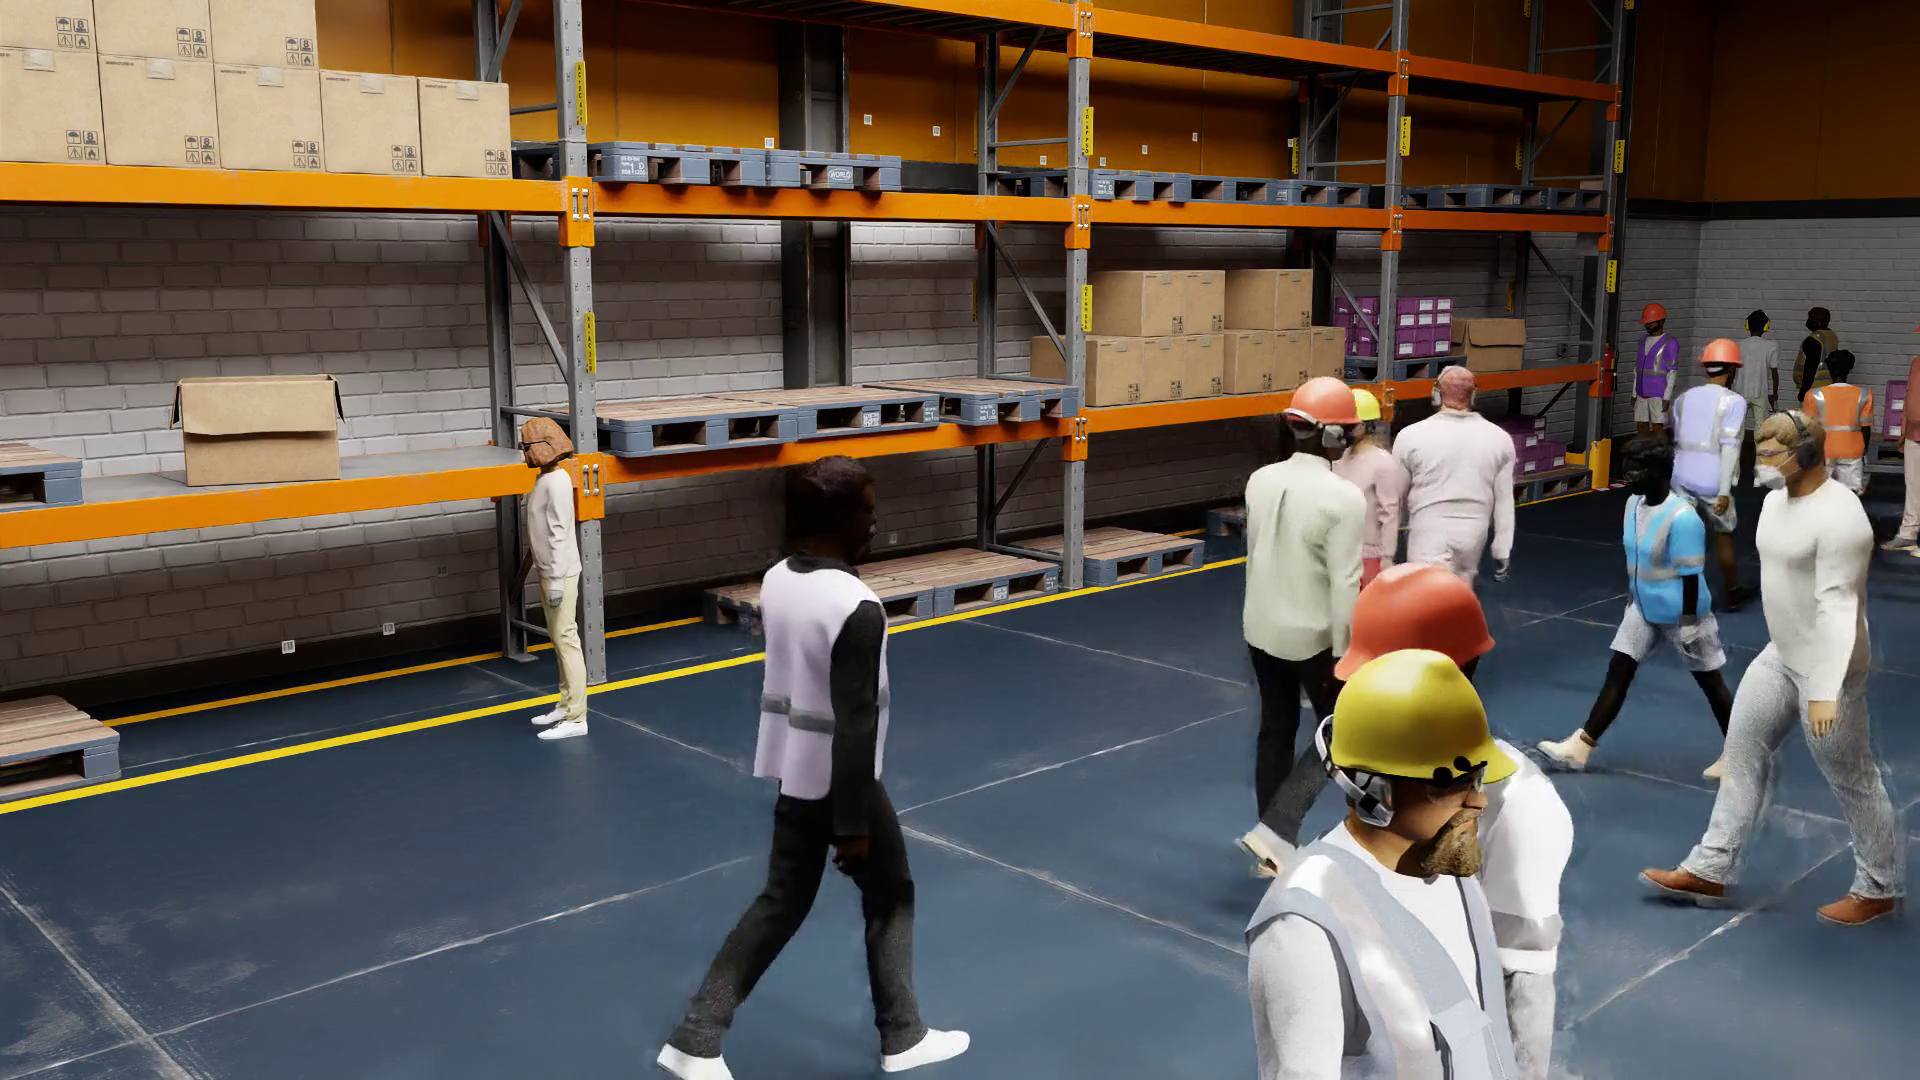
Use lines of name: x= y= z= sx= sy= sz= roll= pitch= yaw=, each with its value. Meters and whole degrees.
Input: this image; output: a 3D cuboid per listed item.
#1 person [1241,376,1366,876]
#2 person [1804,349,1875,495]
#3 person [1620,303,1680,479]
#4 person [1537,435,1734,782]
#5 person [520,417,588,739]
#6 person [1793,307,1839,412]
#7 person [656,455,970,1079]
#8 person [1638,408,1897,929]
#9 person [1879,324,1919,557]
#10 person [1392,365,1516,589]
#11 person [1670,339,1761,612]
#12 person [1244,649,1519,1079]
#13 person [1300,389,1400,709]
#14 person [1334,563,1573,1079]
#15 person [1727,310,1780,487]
person: x=1.298 y=0.364 z=6.399 sx=0.504 sy=1.981 sz=0.628 roll=-7 pitch=12 yaw=-34
person: x=6.996 y=-0.674 z=13.305 sx=0.530 sy=1.692 sz=0.321 roll=3 pitch=10 yaw=15
person: x=7.462 y=-1.588 z=17.970 sx=0.372 sy=1.928 sz=0.543 roll=-4 pitch=10 yaw=-22
person: x=3.221 y=0.322 z=7.694 sx=0.993 sy=1.600 sz=0.544 roll=-2 pitch=10 yaw=-11
person: x=-2.065 y=0.189 z=8.447 sx=0.272 sy=1.627 sz=0.502 roll=-4 pitch=10 yaw=-22
person: x=9.922 y=-1.782 z=19.357 sx=0.626 sy=1.844 sz=0.428 roll=-9 pitch=13 yaw=-44
person: x=-0.433 y=0.689 z=4.775 sx=0.933 sy=1.888 sz=0.601 roll=-6 pitch=11 yaw=-32
person: x=2.999 y=0.470 z=6.041 sx=0.976 sy=1.876 sz=0.728 roll=0 pitch=10 yaw=1
person: x=7.850 y=-0.857 z=13.489 sx=0.379 sy=1.996 sz=0.610 roll=-2 pitch=10 yaw=-11
person: x=2.584 y=-0.001 z=8.897 sx=0.653 sy=1.856 sz=1.020 roll=-1 pitch=10 yaw=-6
person: x=5.016 y=-0.398 z=11.129 sx=1.028 sy=1.869 sz=0.553 roll=-6 pitch=11 yaw=-30
person: x=0.687 y=1.071 z=2.674 sx=0.403 sy=1.835 sz=0.588 roll=7 pitch=12 yaw=37
person: x=2.224 y=0.052 z=8.933 sx=0.733 sy=1.745 sz=0.528 roll=-4 pitch=11 yaw=-24
person: x=0.991 y=0.956 z=3.234 sx=1.007 sy=1.889 sz=0.561 roll=-5 pitch=11 yaw=-29
person: x=8.363 y=-1.492 z=17.579 sx=0.534 sy=1.868 sz=0.310 roll=5 pitch=11 yaw=27
